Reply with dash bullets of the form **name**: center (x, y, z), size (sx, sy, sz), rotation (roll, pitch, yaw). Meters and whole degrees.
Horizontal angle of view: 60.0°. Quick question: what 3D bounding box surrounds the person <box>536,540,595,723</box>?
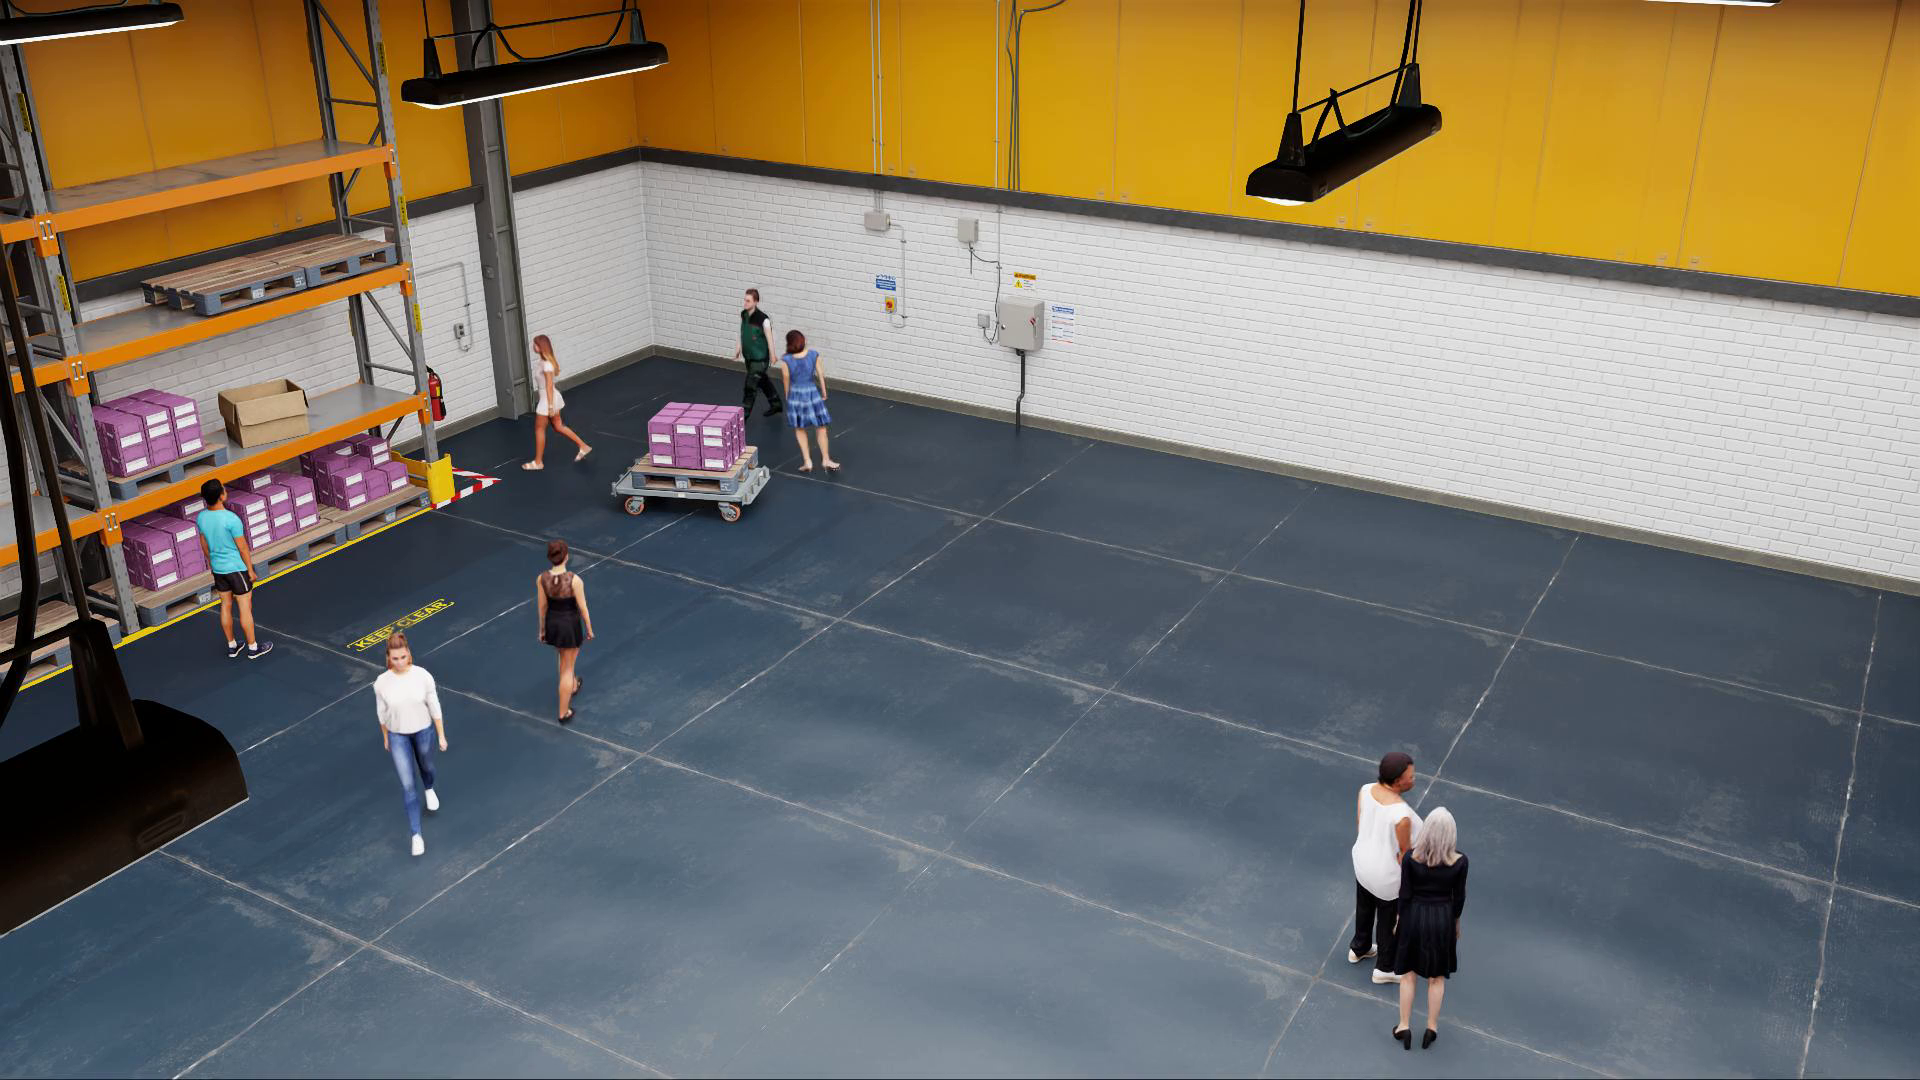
- **person**: center (-3.481, 0.814, 14.442), size (0.763, 1.652, 0.980), rotation (5, 24, 12)

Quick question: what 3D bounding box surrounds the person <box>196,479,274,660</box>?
- **person**: center (-6.825, 0.272, 15.529), size (0.670, 1.776, 0.621), rotation (5, 24, 12)

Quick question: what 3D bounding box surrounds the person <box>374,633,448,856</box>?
- **person**: center (-4.235, 1.489, 12.871), size (1.143, 1.674, 1.151), rotation (-8, 25, -18)

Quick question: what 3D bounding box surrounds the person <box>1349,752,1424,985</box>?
- **person**: center (2.877, 2.193, 11.243), size (0.805, 1.687, 0.764), rotation (-9, 25, -20)

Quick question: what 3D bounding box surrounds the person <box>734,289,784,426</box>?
- **person**: center (-2.577, -2.376, 21.574), size (1.253, 1.784, 0.895), rotation (-20, 30, -37)

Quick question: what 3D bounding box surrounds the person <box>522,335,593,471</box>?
- **person**: center (-4.877, -1.660, 20.086), size (1.081, 1.666, 1.058), rotation (-4, 24, -9)

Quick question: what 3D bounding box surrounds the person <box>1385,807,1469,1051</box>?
- **person**: center (2.960, 2.460, 10.559), size (0.687, 1.746, 0.695), rotation (2, 24, 6)

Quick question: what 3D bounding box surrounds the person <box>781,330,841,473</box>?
- **person**: center (-1.817, -1.645, 19.902), size (0.851, 1.786, 0.891), rotation (-1, 24, -2)
